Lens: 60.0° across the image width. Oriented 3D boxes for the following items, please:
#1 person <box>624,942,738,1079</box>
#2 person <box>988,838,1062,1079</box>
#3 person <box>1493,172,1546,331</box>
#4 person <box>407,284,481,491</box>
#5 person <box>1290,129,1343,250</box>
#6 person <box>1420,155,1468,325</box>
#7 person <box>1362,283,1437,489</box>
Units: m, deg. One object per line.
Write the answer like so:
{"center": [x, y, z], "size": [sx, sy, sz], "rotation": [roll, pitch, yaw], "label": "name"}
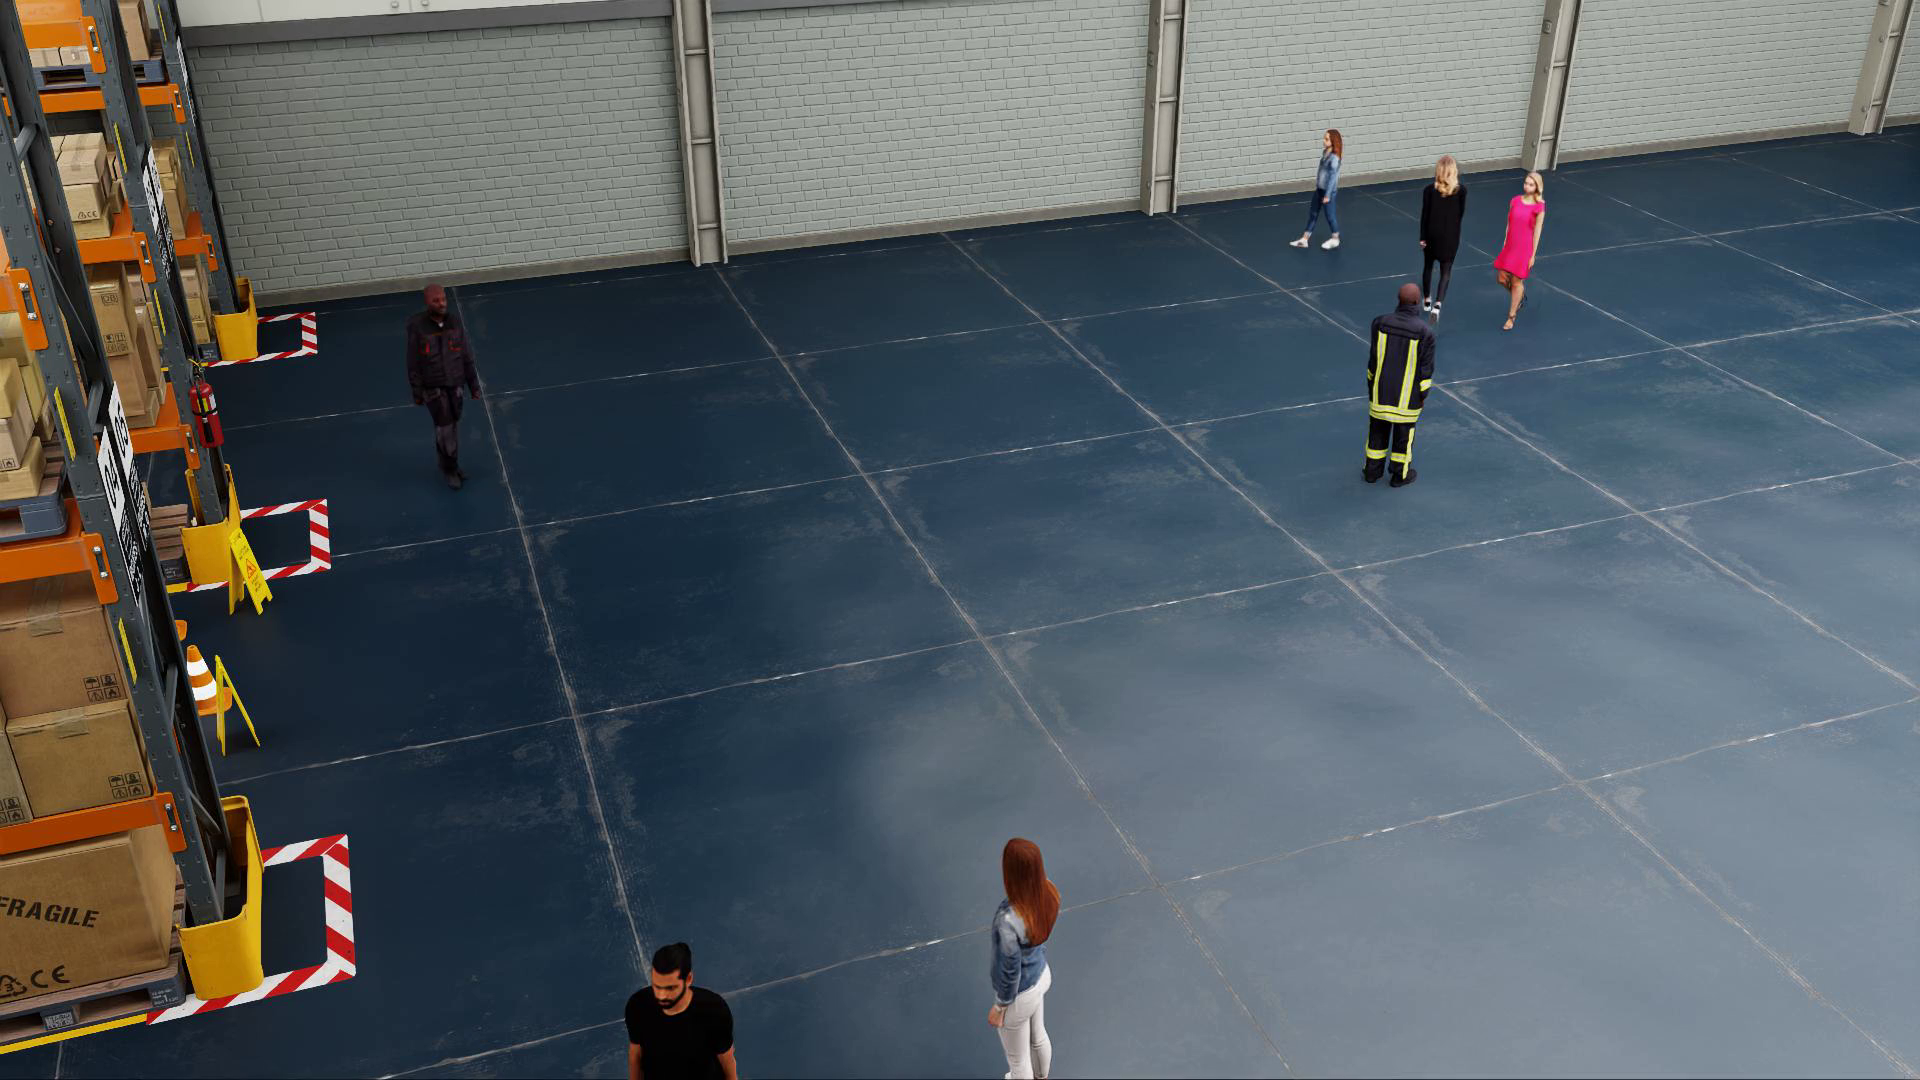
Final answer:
{"center": [-1.187, 2.428, 7.354], "size": [1.079, 1.735, 0.987], "rotation": [3, 28, 6], "label": "person"}
{"center": [0.306, 2.134, 7.941], "size": [0.744, 1.702, 0.675], "rotation": [13, 31, 24], "label": "person"}
{"center": [6.027, -3.103, 17.766], "size": [0.832, 1.712, 0.712], "rotation": [-21, 34, -34], "label": "person"}
{"center": [-4.554, -1.392, 14.448], "size": [0.823, 1.809, 0.905], "rotation": [-24, 36, -37], "label": "person"}
{"center": [4.502, -4.235, 20.162], "size": [0.861, 1.457, 0.638], "rotation": [-6, 29, -12], "label": "person"}
{"center": [5.162, -3.184, 17.861], "size": [1.166, 1.764, 1.120], "rotation": [8, 29, 14], "label": "person"}
{"center": [3.781, -1.349, 14.355], "size": [0.860, 1.821, 0.882], "rotation": [19, 33, 31], "label": "person"}
